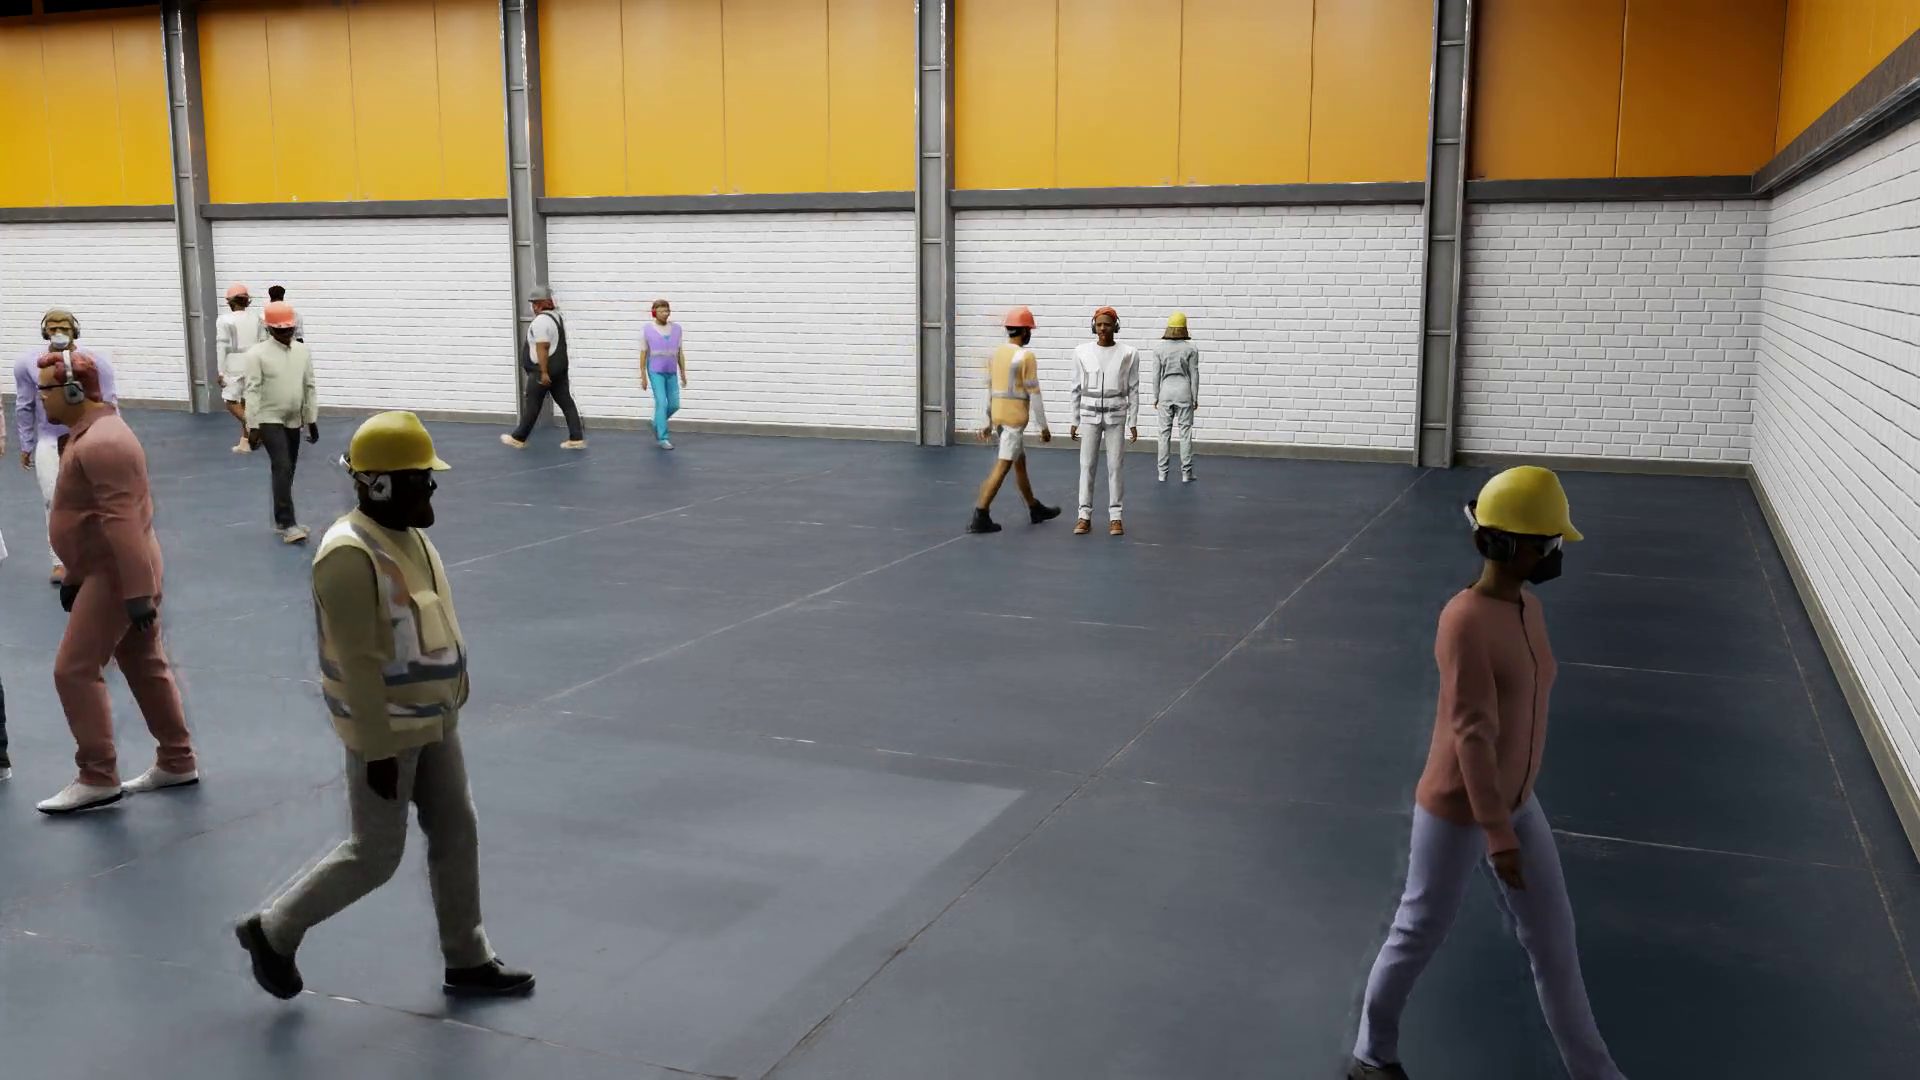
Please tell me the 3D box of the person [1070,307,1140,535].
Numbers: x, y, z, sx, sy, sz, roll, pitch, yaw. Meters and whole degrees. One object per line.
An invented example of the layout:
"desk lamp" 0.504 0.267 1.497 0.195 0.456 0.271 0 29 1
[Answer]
"person" 1.189 -0.980 13.759 0.572 1.883 0.356 2 9 9

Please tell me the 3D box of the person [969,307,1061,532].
"person" 0.454 -1.014 14.007 1.039 1.875 0.551 -6 11 -34

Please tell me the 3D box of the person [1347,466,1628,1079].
"person" 1.392 0.684 4.158 0.870 1.725 0.534 9 13 44

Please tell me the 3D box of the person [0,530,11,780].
"person" -4.294 0.108 7.099 0.368 1.915 0.623 -9 13 -43

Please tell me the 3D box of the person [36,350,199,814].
"person" -3.549 0.172 6.802 0.756 1.874 0.716 -5 11 -27

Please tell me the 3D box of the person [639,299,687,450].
"person" -3.648 -2.019 20.222 0.579 1.824 0.586 -8 12 -41

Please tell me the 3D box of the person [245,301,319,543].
"person" -5.450 -0.949 13.434 0.828 1.932 0.635 5 10 25

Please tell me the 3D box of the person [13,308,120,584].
"person" -6.227 -0.648 11.632 0.656 1.916 0.767 -4 10 -25

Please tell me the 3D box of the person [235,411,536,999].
"person" -1.732 0.516 4.926 0.779 1.807 0.594 1 9 6

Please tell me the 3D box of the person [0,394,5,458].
"person" -7.711 -0.774 12.908 0.534 1.756 0.486 -5 11 -28

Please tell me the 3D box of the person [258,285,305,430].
"person" -9.107 -2.432 22.327 0.607 1.958 0.388 -6 11 -31

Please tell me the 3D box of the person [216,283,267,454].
"person" -8.375 -1.991 19.510 0.692 2.010 0.653 7 11 35

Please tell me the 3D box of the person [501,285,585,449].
"person" -5.033 -2.106 20.103 1.032 2.000 0.698 2 10 14

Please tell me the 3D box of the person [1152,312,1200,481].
"person" 2.229 -1.472 17.158 0.483 1.745 0.300 3 10 17
